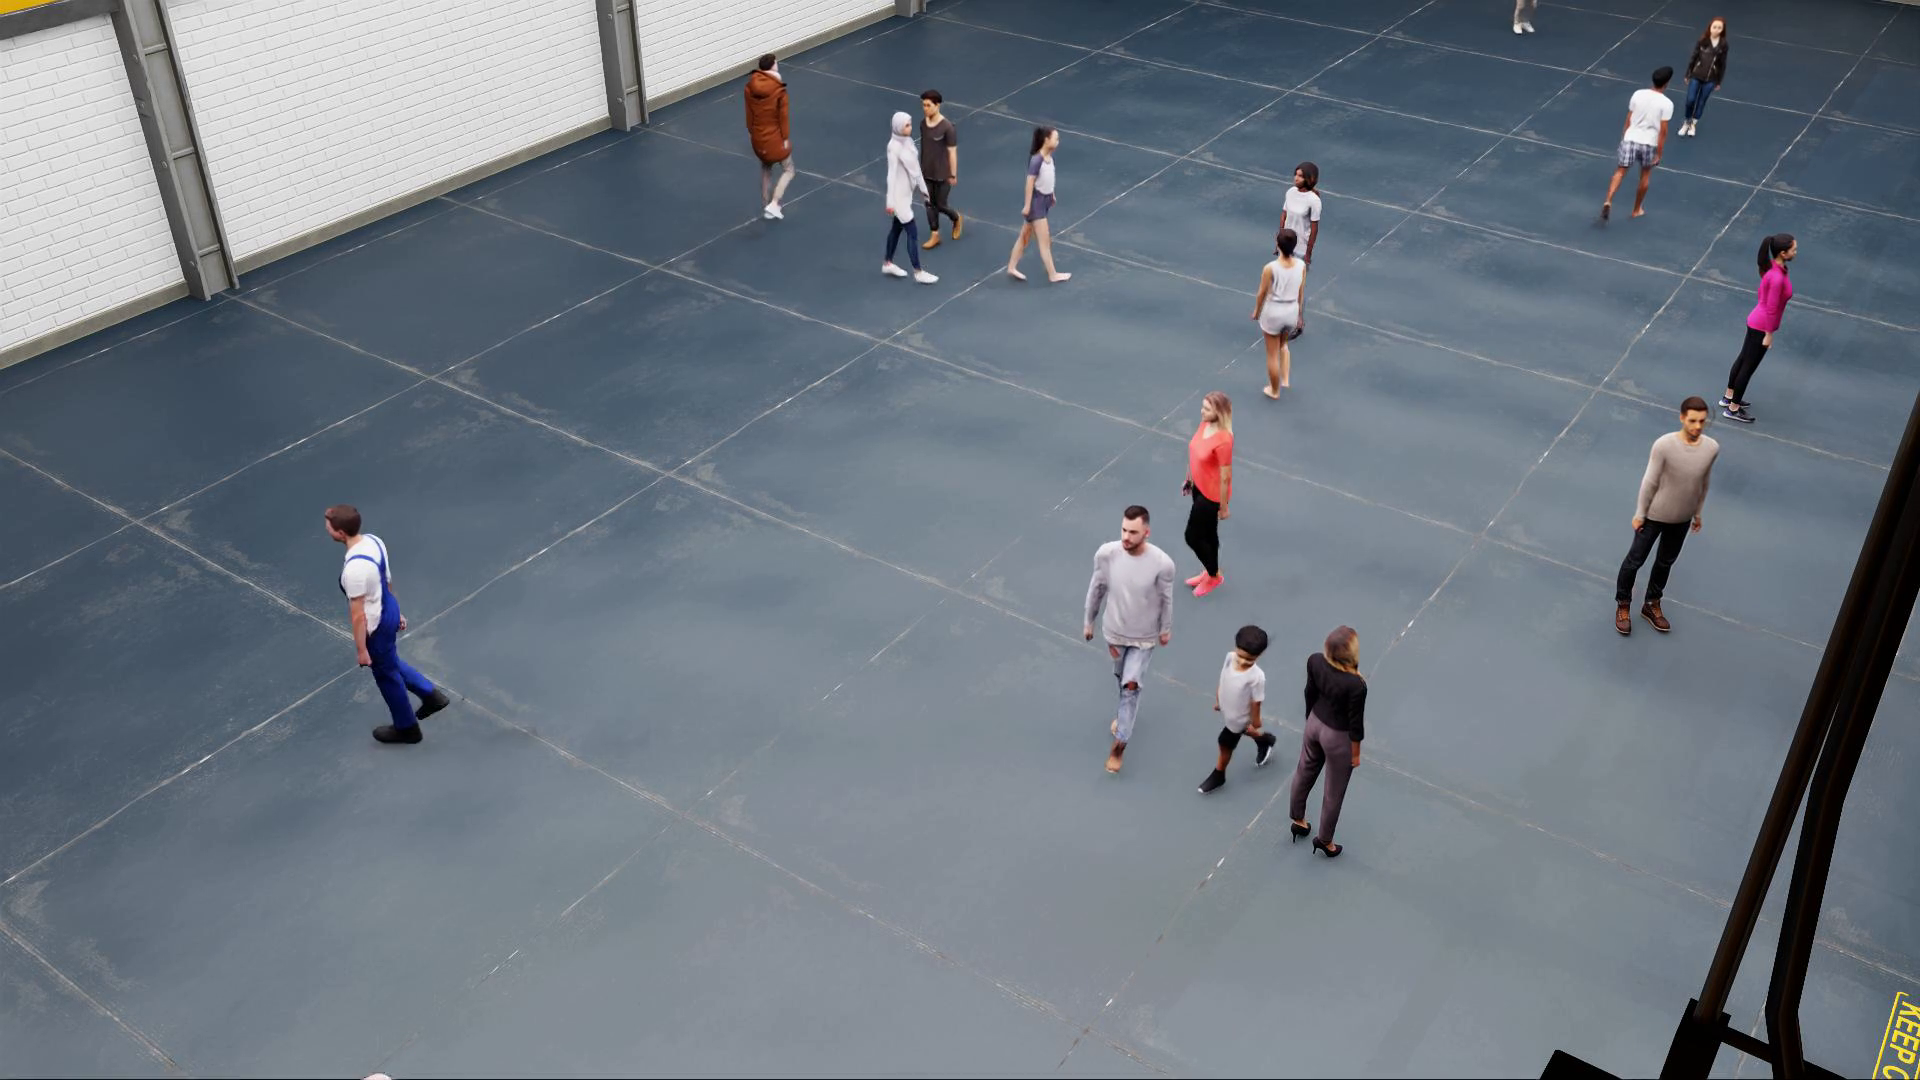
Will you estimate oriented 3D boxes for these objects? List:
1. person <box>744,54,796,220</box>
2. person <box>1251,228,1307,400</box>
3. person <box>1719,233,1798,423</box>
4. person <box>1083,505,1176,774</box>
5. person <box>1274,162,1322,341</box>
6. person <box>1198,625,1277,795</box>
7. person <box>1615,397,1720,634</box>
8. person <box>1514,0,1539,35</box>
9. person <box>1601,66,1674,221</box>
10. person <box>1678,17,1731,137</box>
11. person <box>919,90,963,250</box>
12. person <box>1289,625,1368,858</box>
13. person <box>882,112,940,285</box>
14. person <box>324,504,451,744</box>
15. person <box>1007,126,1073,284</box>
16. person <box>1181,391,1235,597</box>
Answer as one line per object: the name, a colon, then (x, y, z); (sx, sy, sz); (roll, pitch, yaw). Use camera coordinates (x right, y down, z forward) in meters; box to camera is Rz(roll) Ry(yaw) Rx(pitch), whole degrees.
person: (-2.102, -4.317, 18.024); (0.777, 1.823, 0.823); (14, 36, 20)
person: (2.852, -1.950, 14.656); (0.683, 1.609, 0.747); (-11, 35, -16)
person: (6.950, -1.865, 14.447); (0.725, 1.699, 0.615); (8, 35, 13)
person: (1.123, 0.526, 10.750); (0.785, 1.809, 1.042); (15, 36, 21)
person: (3.190, -2.756, 15.769); (0.620, 1.720, 0.642); (-23, 40, -31)
person: (1.810, 1.021, 10.525); (0.918, 1.235, 0.701); (-18, 37, -25)
person: (5.004, -0.190, 11.775); (0.742, 1.868, 0.782); (-3, 34, -4)
person: (8.183, -8.001, 23.952); (0.686, 1.396, 0.754); (-13, 36, -19)
person: (7.356, -4.278, 18.069); (0.718, 1.708, 0.950); (26, 42, 34)
person: (9.148, -5.711, 20.435); (0.636, 1.475, 0.633); (13, 36, 19)
person: (-0.201, -3.931, 17.552); (0.648, 1.702, 0.790); (24, 41, 32)
person: (2.185, 1.192, 9.870); (0.650, 1.675, 0.665); (-22, 39, -29)
person: (-0.666, -3.472, 16.815); (0.819, 1.754, 0.917); (11, 35, 16)
person: (-3.626, 0.565, 10.666); (0.894, 1.837, 0.845); (-1, 34, -1)
person: (0.688, -3.357, 16.774); (0.843, 1.607, 0.939); (15, 36, 21)
person: (1.918, -0.350, 12.184); (0.778, 1.681, 0.719); (-6, 34, -9)
